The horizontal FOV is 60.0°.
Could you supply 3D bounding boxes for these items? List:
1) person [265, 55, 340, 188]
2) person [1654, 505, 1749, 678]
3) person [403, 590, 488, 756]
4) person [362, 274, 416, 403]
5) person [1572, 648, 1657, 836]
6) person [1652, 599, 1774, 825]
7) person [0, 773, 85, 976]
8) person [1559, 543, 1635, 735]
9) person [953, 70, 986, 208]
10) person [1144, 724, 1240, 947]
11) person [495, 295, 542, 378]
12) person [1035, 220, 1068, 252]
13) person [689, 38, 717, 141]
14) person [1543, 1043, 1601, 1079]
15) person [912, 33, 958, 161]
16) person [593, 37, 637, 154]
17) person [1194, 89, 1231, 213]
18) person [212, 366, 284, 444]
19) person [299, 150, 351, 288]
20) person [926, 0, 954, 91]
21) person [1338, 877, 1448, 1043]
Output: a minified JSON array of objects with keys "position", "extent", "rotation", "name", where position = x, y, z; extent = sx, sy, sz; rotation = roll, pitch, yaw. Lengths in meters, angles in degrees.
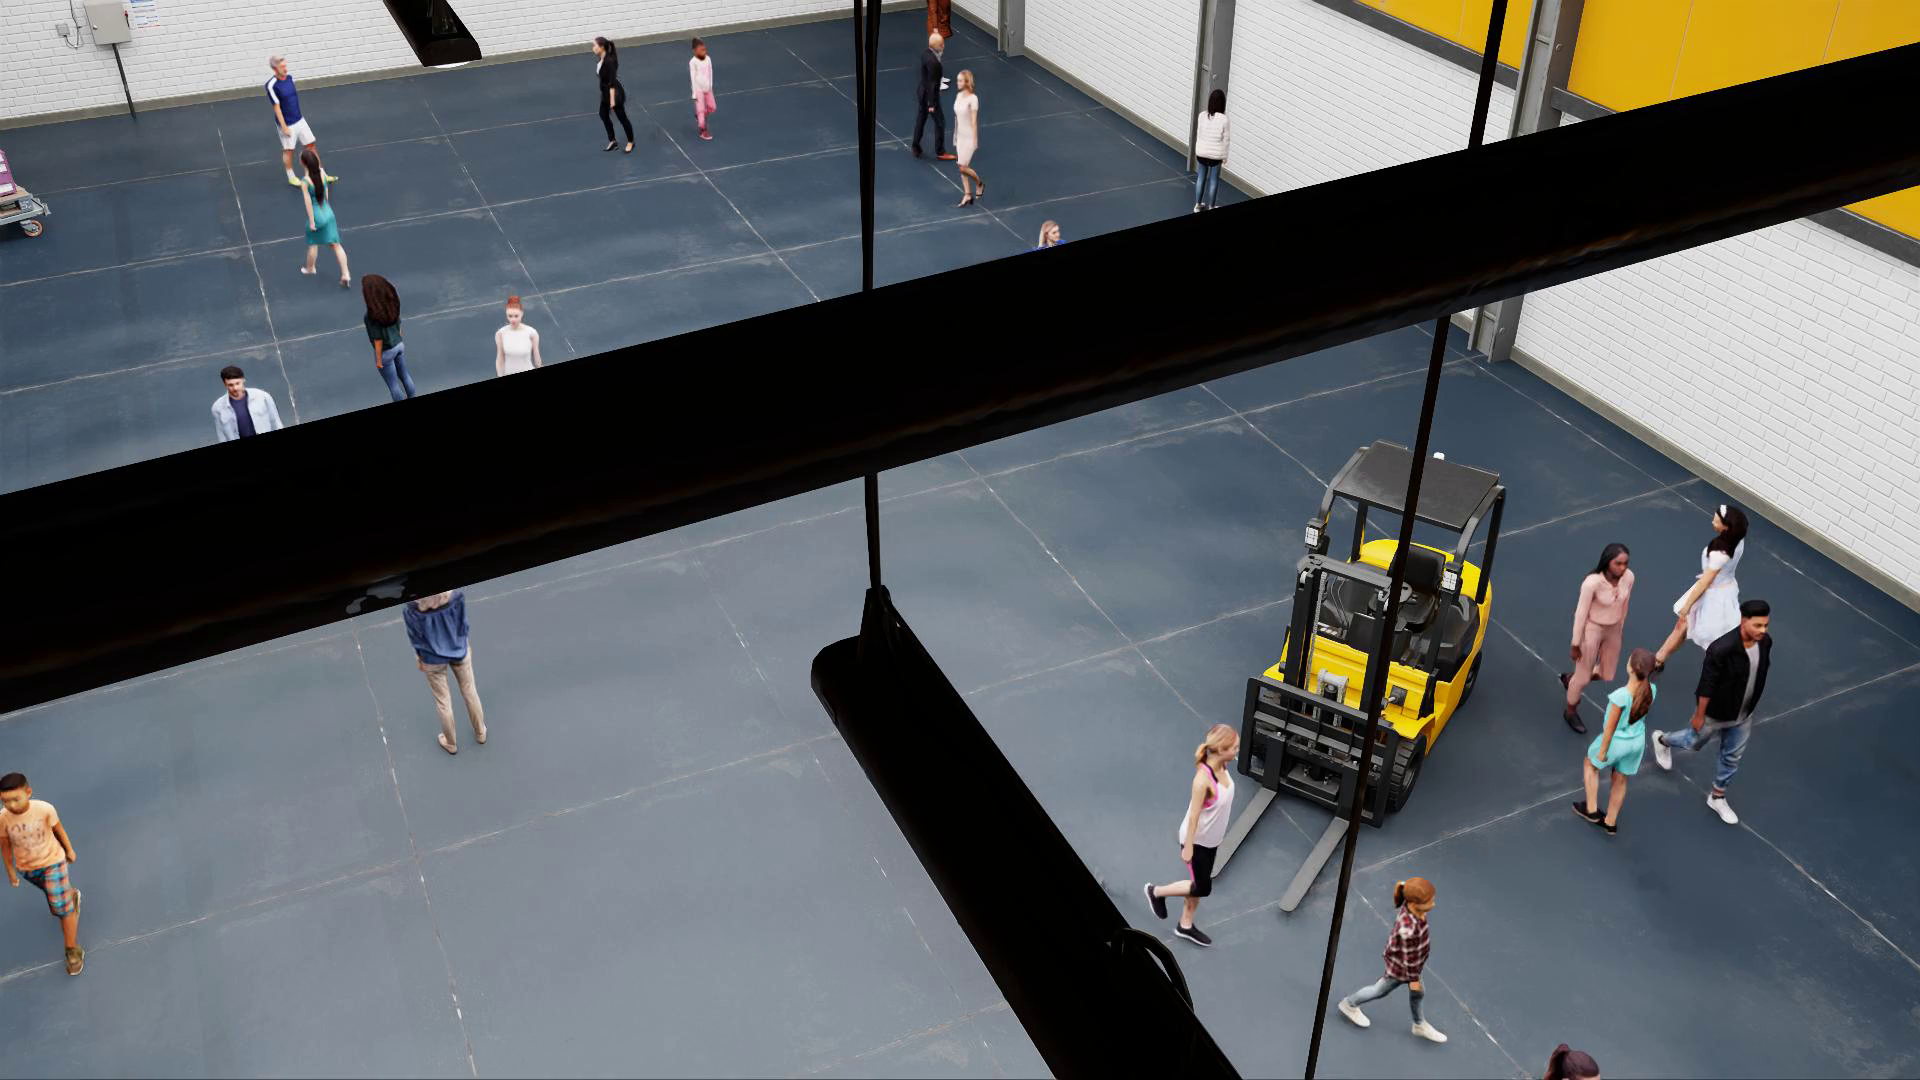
[{"position":[-9.025,-5.596,22.224],"extent":[1.081,1.811,1.018],"rotation":[12,35,17],"name":"person"},{"position":[5.944,0.577,12.982],"extent":[1.199,1.761,0.955],"rotation":[27,42,34],"name":"person"},{"position":[-3.889,0.882,12.583],"extent":[0.634,1.694,0.594],"rotation":[-19,38,-26],"name":"person"},{"position":[-5.809,-1.948,16.914],"extent":[0.770,1.614,0.713],"rotation":[13,36,18],"name":"person"},{"position":[4.746,1.477,11.824],"extent":[0.595,1.545,0.634],"rotation":[-7,34,-11],"name":"person"},{"position":[5.514,1.138,12.120],"extent":[0.798,1.782,1.165],"rotation":[-9,35,-14],"name":"person"},{"position":[-6.069,2.091,11.009],"extent":[0.640,1.423,1.029],"rotation":[-10,35,-14],"name":"person"},{"position":[4.863,0.701,12.844],"extent":[0.673,1.708,0.746],"rotation":[-11,35,-15],"name":"person"},{"position":[0.163,-5.217,21.648],"extent":[0.692,1.817,0.672],"rotation":[-20,38,-27],"name":"person"},{"position":[1.508,1.921,10.956],"extent":[0.914,1.766,0.843],"rotation":[21,39,28],"name":"person"},{"position":[-4.255,-1.564,16.224],"extent":[0.885,1.738,1.163],"rotation":[0,34,0],"name":"person"},{"position":[0.940,-2.662,17.935],"extent":[0.854,1.673,1.162],"rotation":[-27,42,-35],"name":"person"},{"position":[-3.762,-6.513,23.942],"extent":[0.665,1.436,0.766],"rotation":[-28,43,-36],"name":"person"},{"position":[3.176,3.284,9.058],"extent":[0.661,1.598,0.730],"rotation":[-25,41,-32],"name":"person"},{"position":[-0.465,-6.148,23.096],"extent":[0.979,1.765,0.863],"rotation":[-11,35,-16],"name":"person"},{"position":[-4.802,-6.251,23.369],"extent":[0.782,1.635,0.641],"rotation":[-18,38,-25],"name":"person"},{"position":[3.243,-5.019,21.513],"extent":[0.676,1.636,0.759],"rotation":[16,37,23],"name":"person"},{"position":[-6.382,-0.804,15.045],"extent":[0.714,1.778,1.061],"rotation":[-17,37,-23],"name":"person"},{"position":[-7.463,-3.750,19.590],"extent":[1.058,1.653,0.935],"rotation":[16,37,23],"name":"person"},{"position":[-0.348,-7.940,25.726],"extent":[0.900,1.839,0.813],"rotation":[2,34,4],"name":"person"},{"position":[2.695,2.600,10.375],"extent":[0.984,1.278,0.851],"rotation":[17,37,24],"name":"person"}]
